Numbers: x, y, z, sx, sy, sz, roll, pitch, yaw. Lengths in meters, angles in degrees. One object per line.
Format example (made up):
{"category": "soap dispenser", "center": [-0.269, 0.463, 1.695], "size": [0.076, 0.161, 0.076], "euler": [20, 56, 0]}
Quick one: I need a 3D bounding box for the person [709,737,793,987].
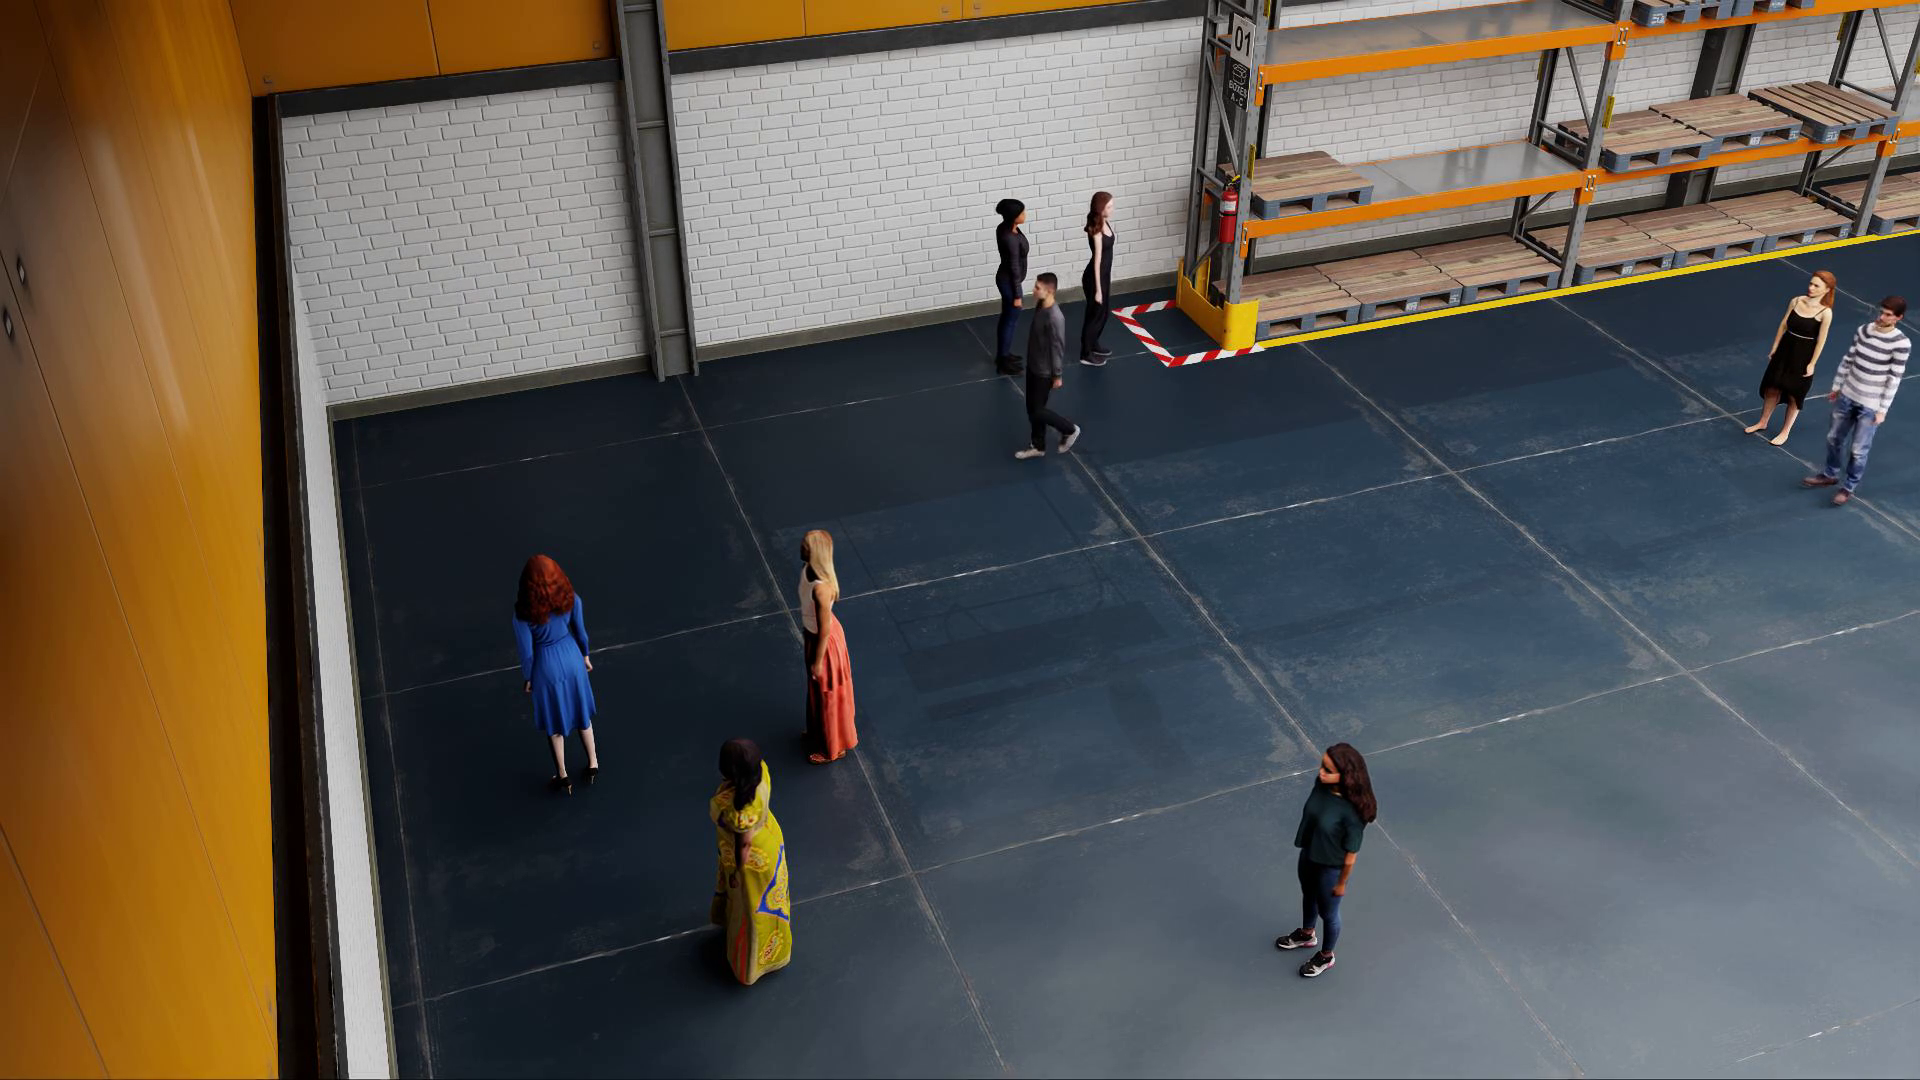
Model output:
{"category": "person", "center": [-1.199, 1.770, 9.489], "size": [0.948, 1.660, 0.972], "euler": [1, 34, 2]}

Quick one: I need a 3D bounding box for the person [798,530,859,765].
{"category": "person", "center": [-0.902, 0.691, 10.985], "size": [0.603, 1.803, 0.643], "euler": [-7, 34, -11]}

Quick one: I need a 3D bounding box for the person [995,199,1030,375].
{"category": "person", "center": [0.459, -2.393, 15.674], "size": [0.605, 1.748, 0.664], "euler": [-4, 34, -6]}

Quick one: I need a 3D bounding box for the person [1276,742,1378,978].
{"category": "person", "center": [2.092, 1.806, 9.475], "size": [0.592, 1.617, 0.600], "euler": [-13, 36, -19]}

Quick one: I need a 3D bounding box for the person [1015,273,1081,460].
{"category": "person", "center": [0.780, -1.486, 14.307], "size": [0.808, 1.750, 0.650], "euler": [-9, 35, -13]}

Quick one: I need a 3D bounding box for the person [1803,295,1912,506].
{"category": "person", "center": [7.477, -1.167, 13.742], "size": [0.549, 1.844, 0.689], "euler": [-11, 35, -16]}

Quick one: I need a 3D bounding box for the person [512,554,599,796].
{"category": "person", "center": [-2.586, 0.873, 10.687], "size": [0.570, 1.828, 0.721], "euler": [-19, 38, -26]}

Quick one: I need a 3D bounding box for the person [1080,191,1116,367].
{"category": "person", "center": [1.297, -2.499, 15.839], "size": [0.699, 1.742, 0.671], "euler": [9, 35, 13]}

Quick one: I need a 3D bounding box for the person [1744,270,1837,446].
{"category": "person", "center": [7.358, -1.617, 14.617], "size": [0.622, 1.624, 0.617], "euler": [-19, 38, -26]}
